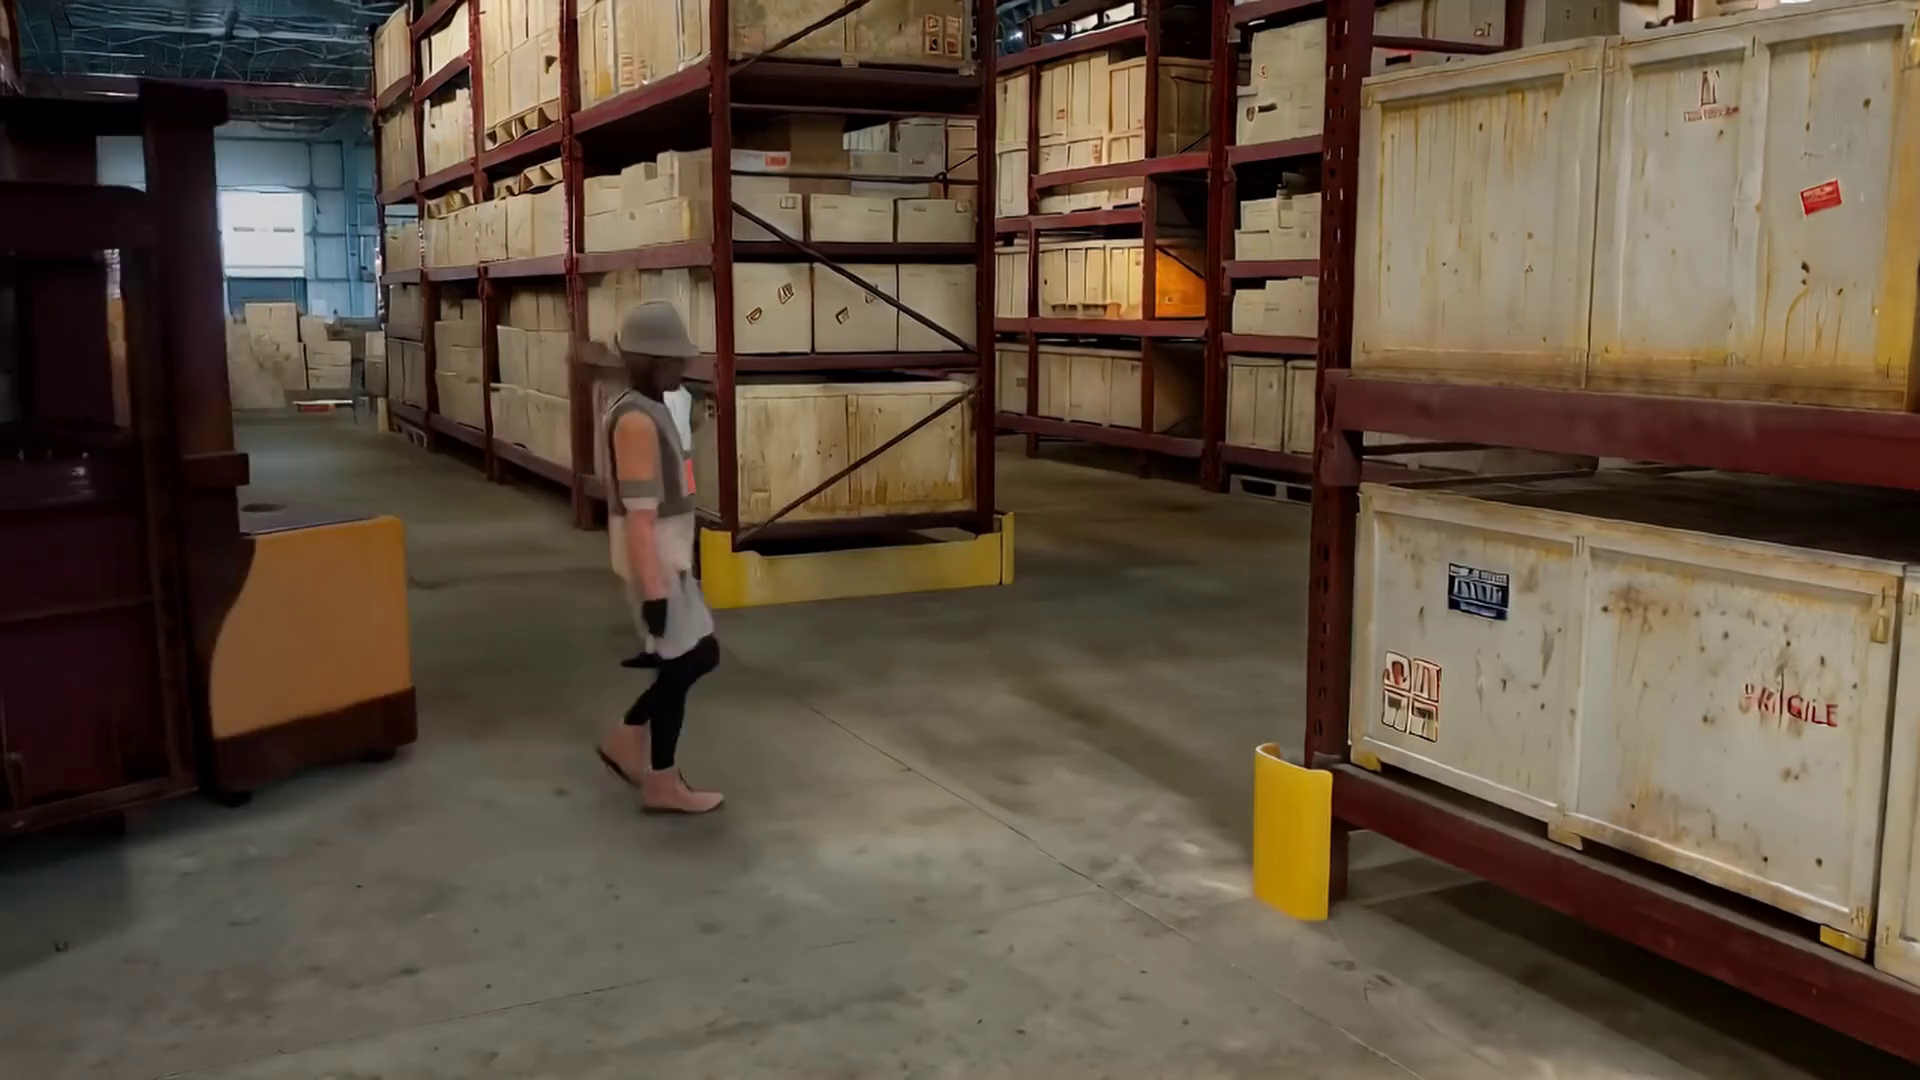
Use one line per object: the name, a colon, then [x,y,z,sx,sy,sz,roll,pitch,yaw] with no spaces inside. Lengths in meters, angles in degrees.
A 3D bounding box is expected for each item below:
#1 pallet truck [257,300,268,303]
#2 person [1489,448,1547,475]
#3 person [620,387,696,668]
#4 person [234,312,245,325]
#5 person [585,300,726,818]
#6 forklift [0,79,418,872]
pallet truck: [-23.913,-7.404,58.171,1.885,1.965,0.823,-1,8,-9]
person: [3.236,-0.258,9.293,0.679,1.885,0.649,-1,8,-10]
person: [-1.654,-0.218,9.138,0.383,1.845,0.570,3,9,18]
person: [-23.717,-6.707,54.743,0.525,1.590,0.858,0,8,-2]
person: [-1.143,0.092,6.395,0.460,2.011,0.628,-1,8,-5]
forklift: [-3.271,-0.369,6.629,1.129,2.768,1.873,5,9,29]
